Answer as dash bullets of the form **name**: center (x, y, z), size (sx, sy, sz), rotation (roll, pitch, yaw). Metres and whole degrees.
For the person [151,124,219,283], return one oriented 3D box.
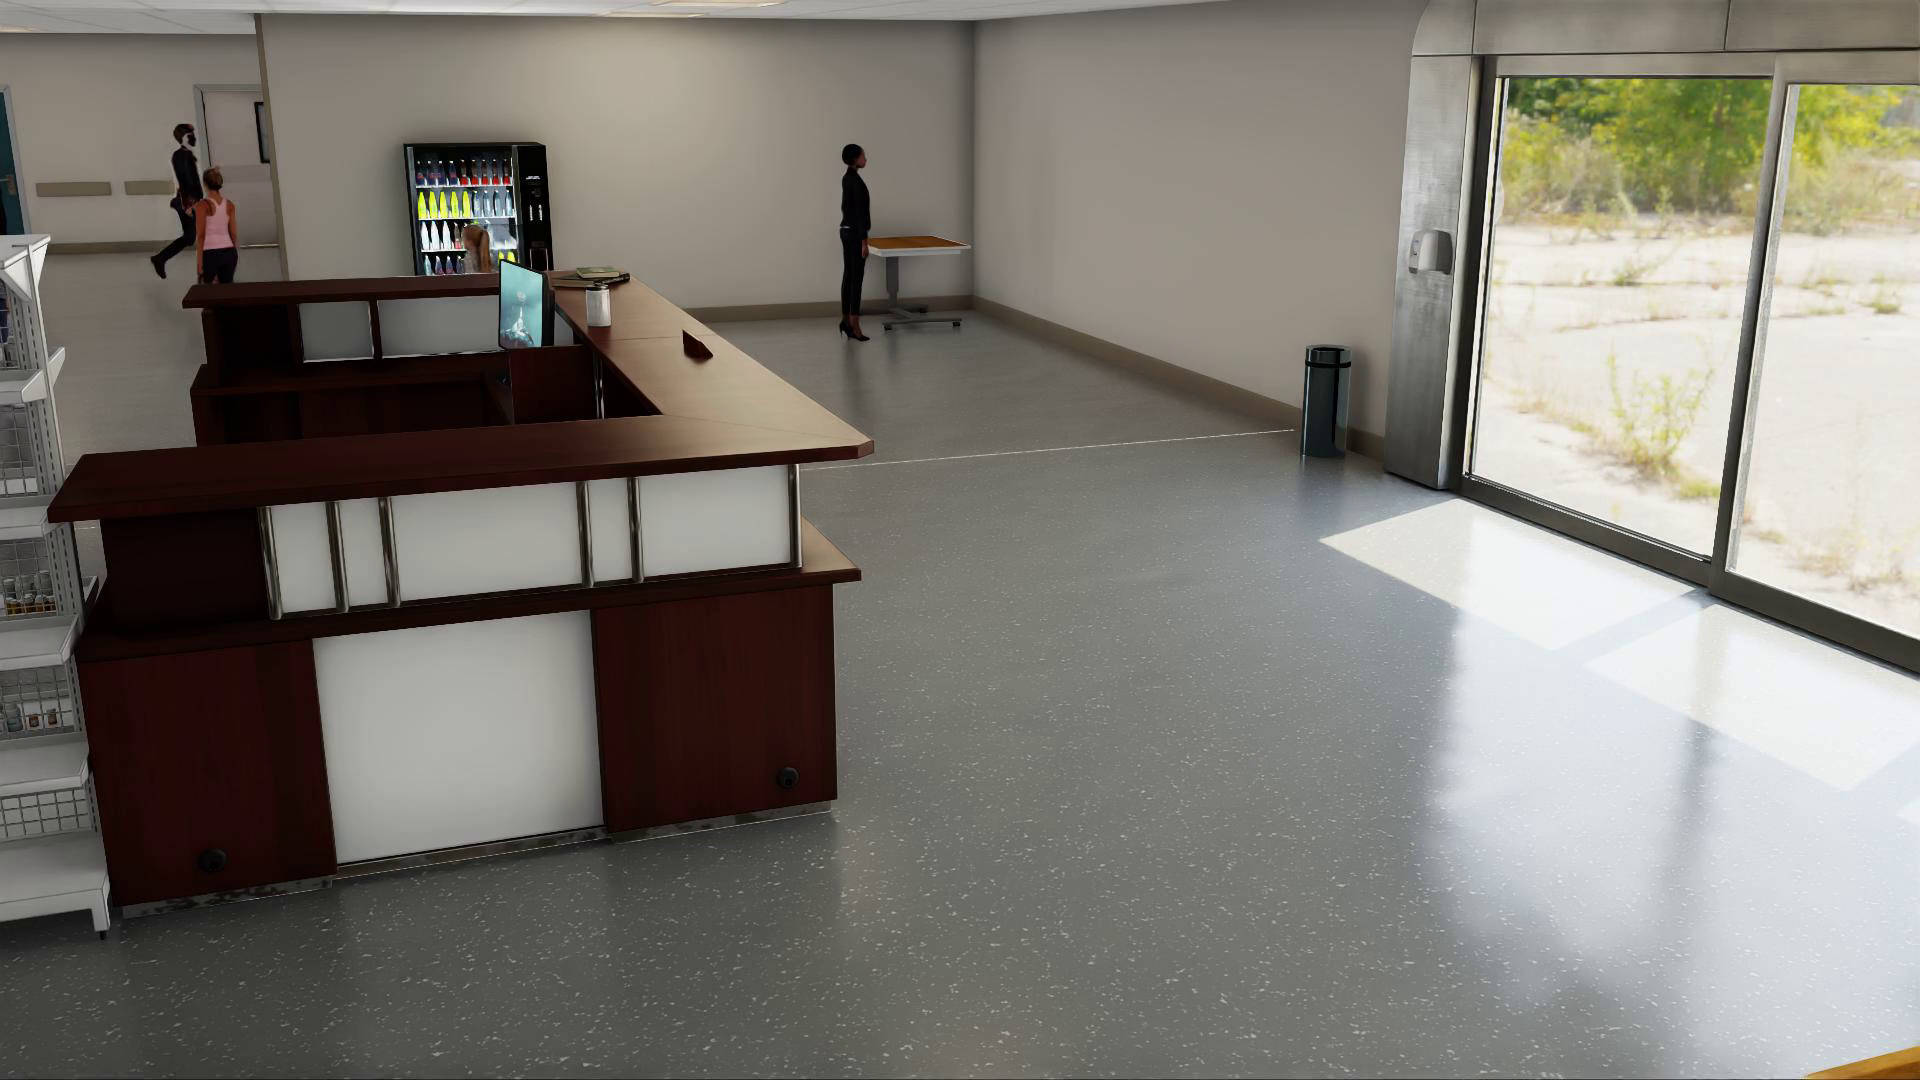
- **person**: center (-9.261, -3.975, 19.801), size (1.121, 1.872, 0.876), rotation (-1, 16, -3)

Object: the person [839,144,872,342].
- **person**: center (-1.005, -2.825, 15.791), size (0.518, 1.834, 0.610), rotation (-6, 17, -21)

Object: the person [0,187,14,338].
- **person**: center (-8.981, -2.708, 15.322), size (0.790, 1.863, 0.855), rotation (6, 17, 21)

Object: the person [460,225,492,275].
- **person**: center (-3.923, -1.955, 13.771), size (0.917, 1.248, 0.796), rotation (4, 16, 14)

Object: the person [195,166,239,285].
- **person**: center (-6.827, -2.623, 15.427), size (0.797, 1.642, 0.734), rotation (9, 18, 30)
